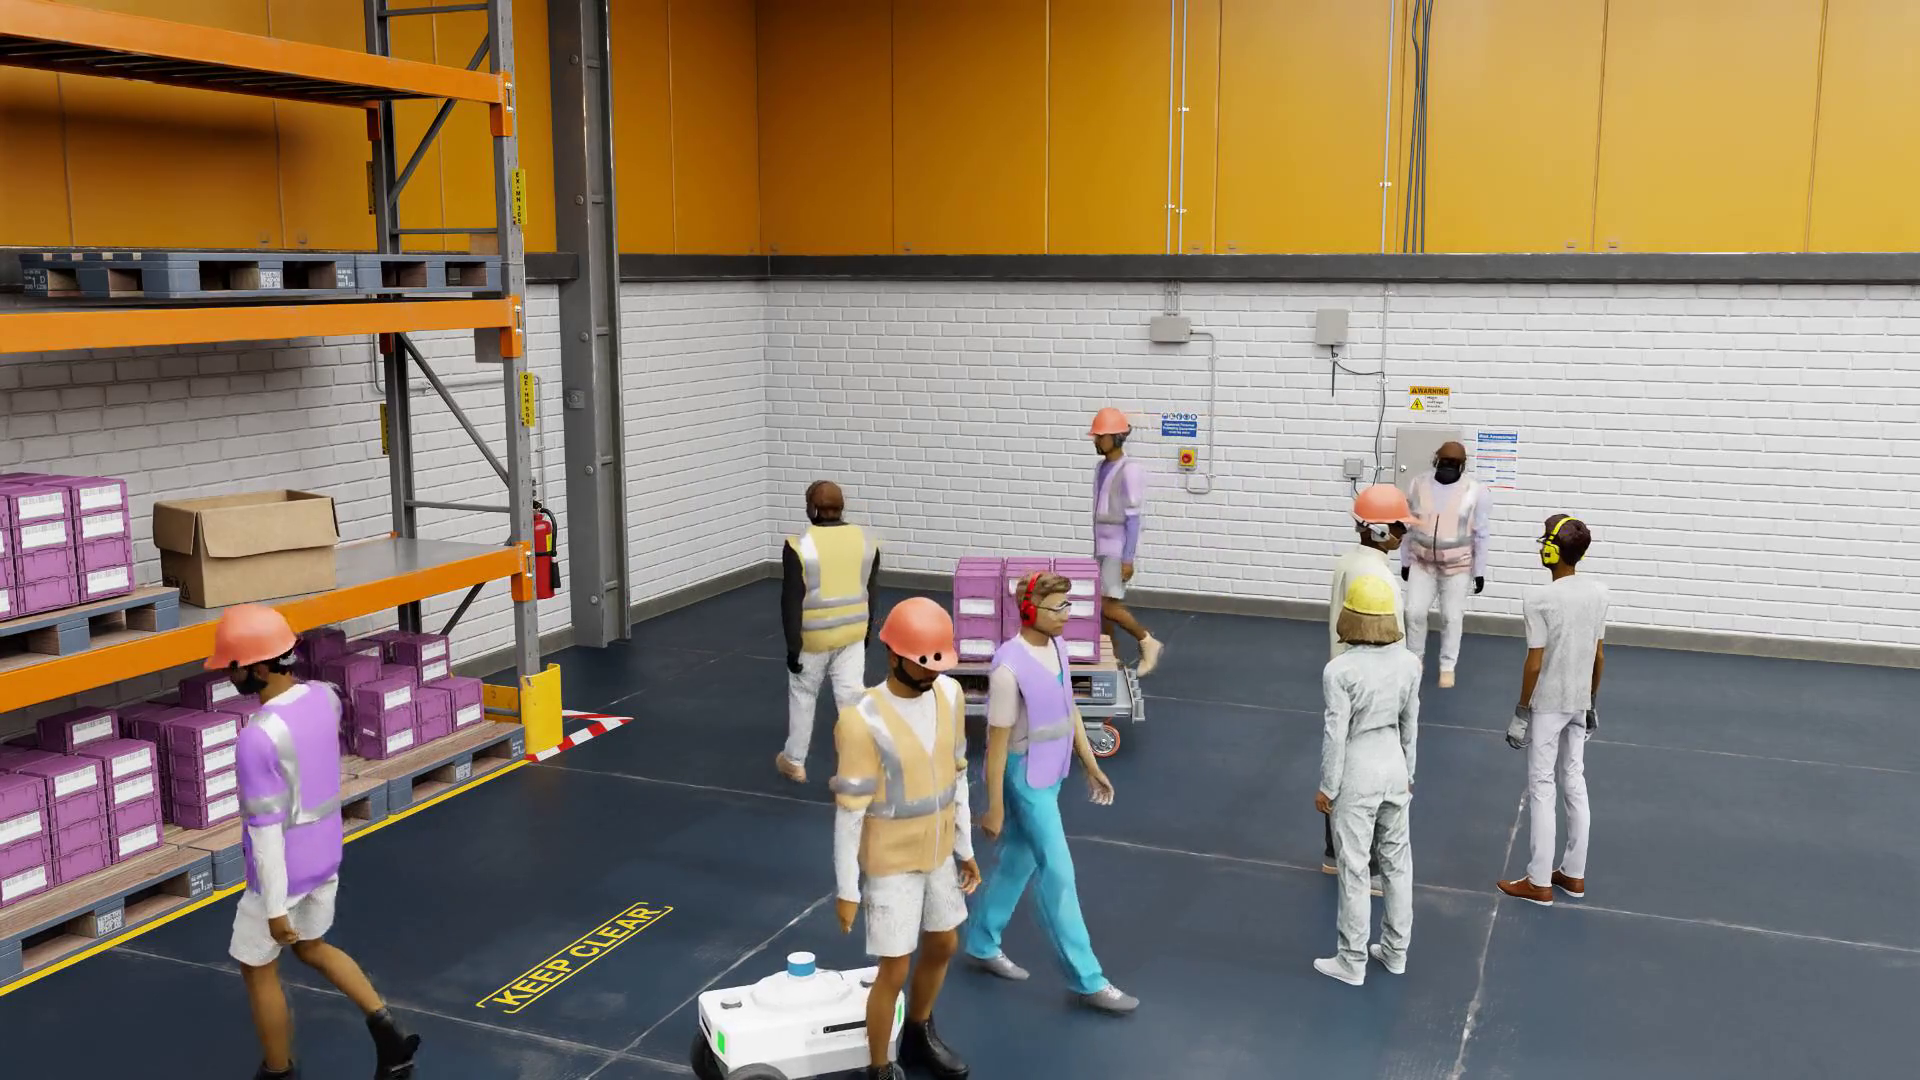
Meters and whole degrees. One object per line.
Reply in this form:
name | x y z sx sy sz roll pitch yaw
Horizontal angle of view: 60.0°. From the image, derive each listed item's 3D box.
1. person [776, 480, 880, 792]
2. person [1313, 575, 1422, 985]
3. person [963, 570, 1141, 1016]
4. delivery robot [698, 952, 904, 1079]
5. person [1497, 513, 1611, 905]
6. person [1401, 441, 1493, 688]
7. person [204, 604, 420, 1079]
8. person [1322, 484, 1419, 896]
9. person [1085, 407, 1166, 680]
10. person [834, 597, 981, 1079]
person | -0.807 0.547 9.670 0.646 1.803 0.872 -6 11 -30
person | 1.715 1.010 7.063 0.488 1.743 0.317 -4 10 -24
person | 0.359 1.011 6.851 0.844 1.807 0.571 4 10 22
delivery robot | -0.567 1.731 6.000 0.707 0.478 0.477 -3 10 -20
person | 2.832 0.804 7.928 0.515 1.872 0.328 -5 10 -26
person | 3.470 0.178 11.922 0.649 1.816 0.484 6 11 32
person | -2.320 1.145 5.844 0.726 1.897 0.560 2 10 13
person | 1.992 0.716 8.083 0.388 1.992 0.625 -1 9 -7
person | 1.128 0.060 11.943 0.554 2.033 0.624 -3 10 -20
person | -0.190 1.117 5.908 0.674 1.909 0.548 -9 13 -44
